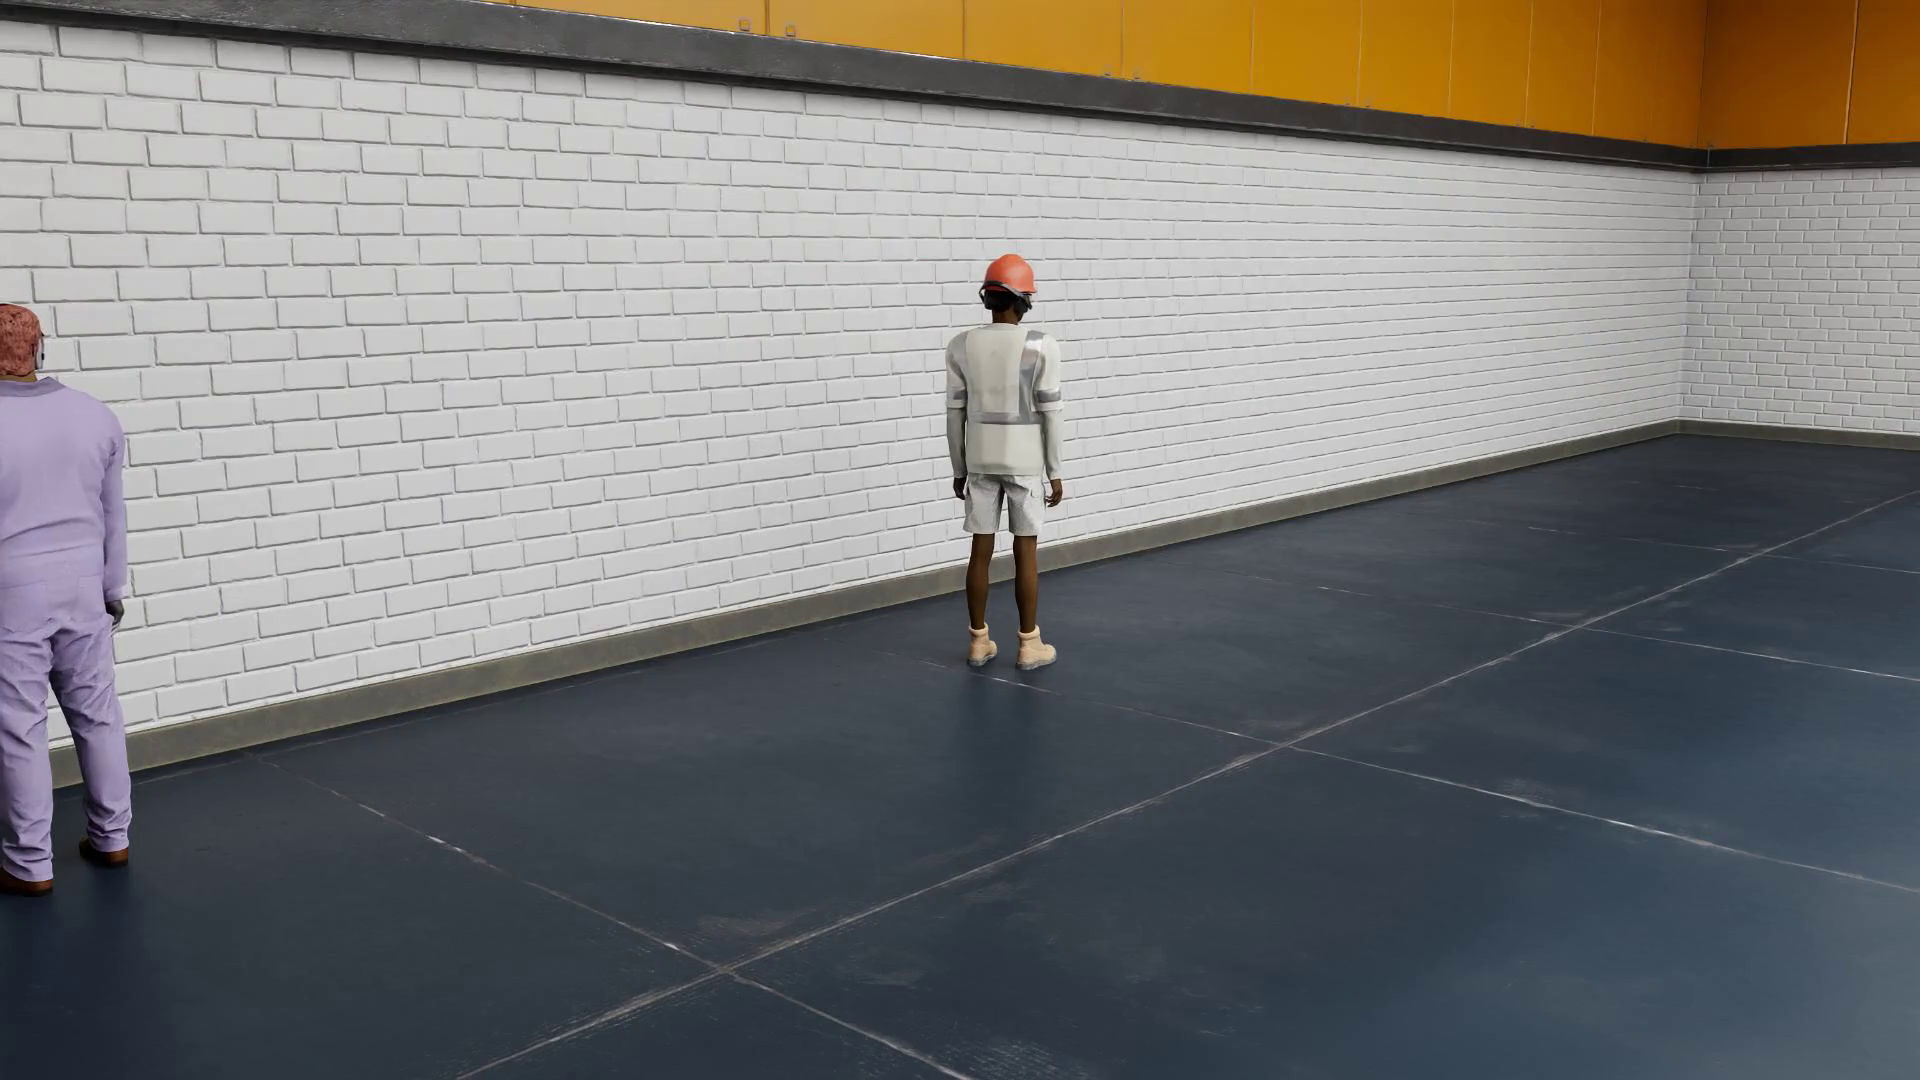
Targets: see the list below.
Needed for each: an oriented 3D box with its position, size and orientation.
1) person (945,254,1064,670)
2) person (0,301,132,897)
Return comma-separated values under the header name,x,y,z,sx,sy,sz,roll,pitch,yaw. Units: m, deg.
name,x,y,z,sx,sy,sz,roll,pitch,yaw
person,0.230,-0.377,8.220,0.607,2.044,0.378,4,11,21
person,-3.008,0.191,5.372,0.407,1.910,0.638,6,11,29
